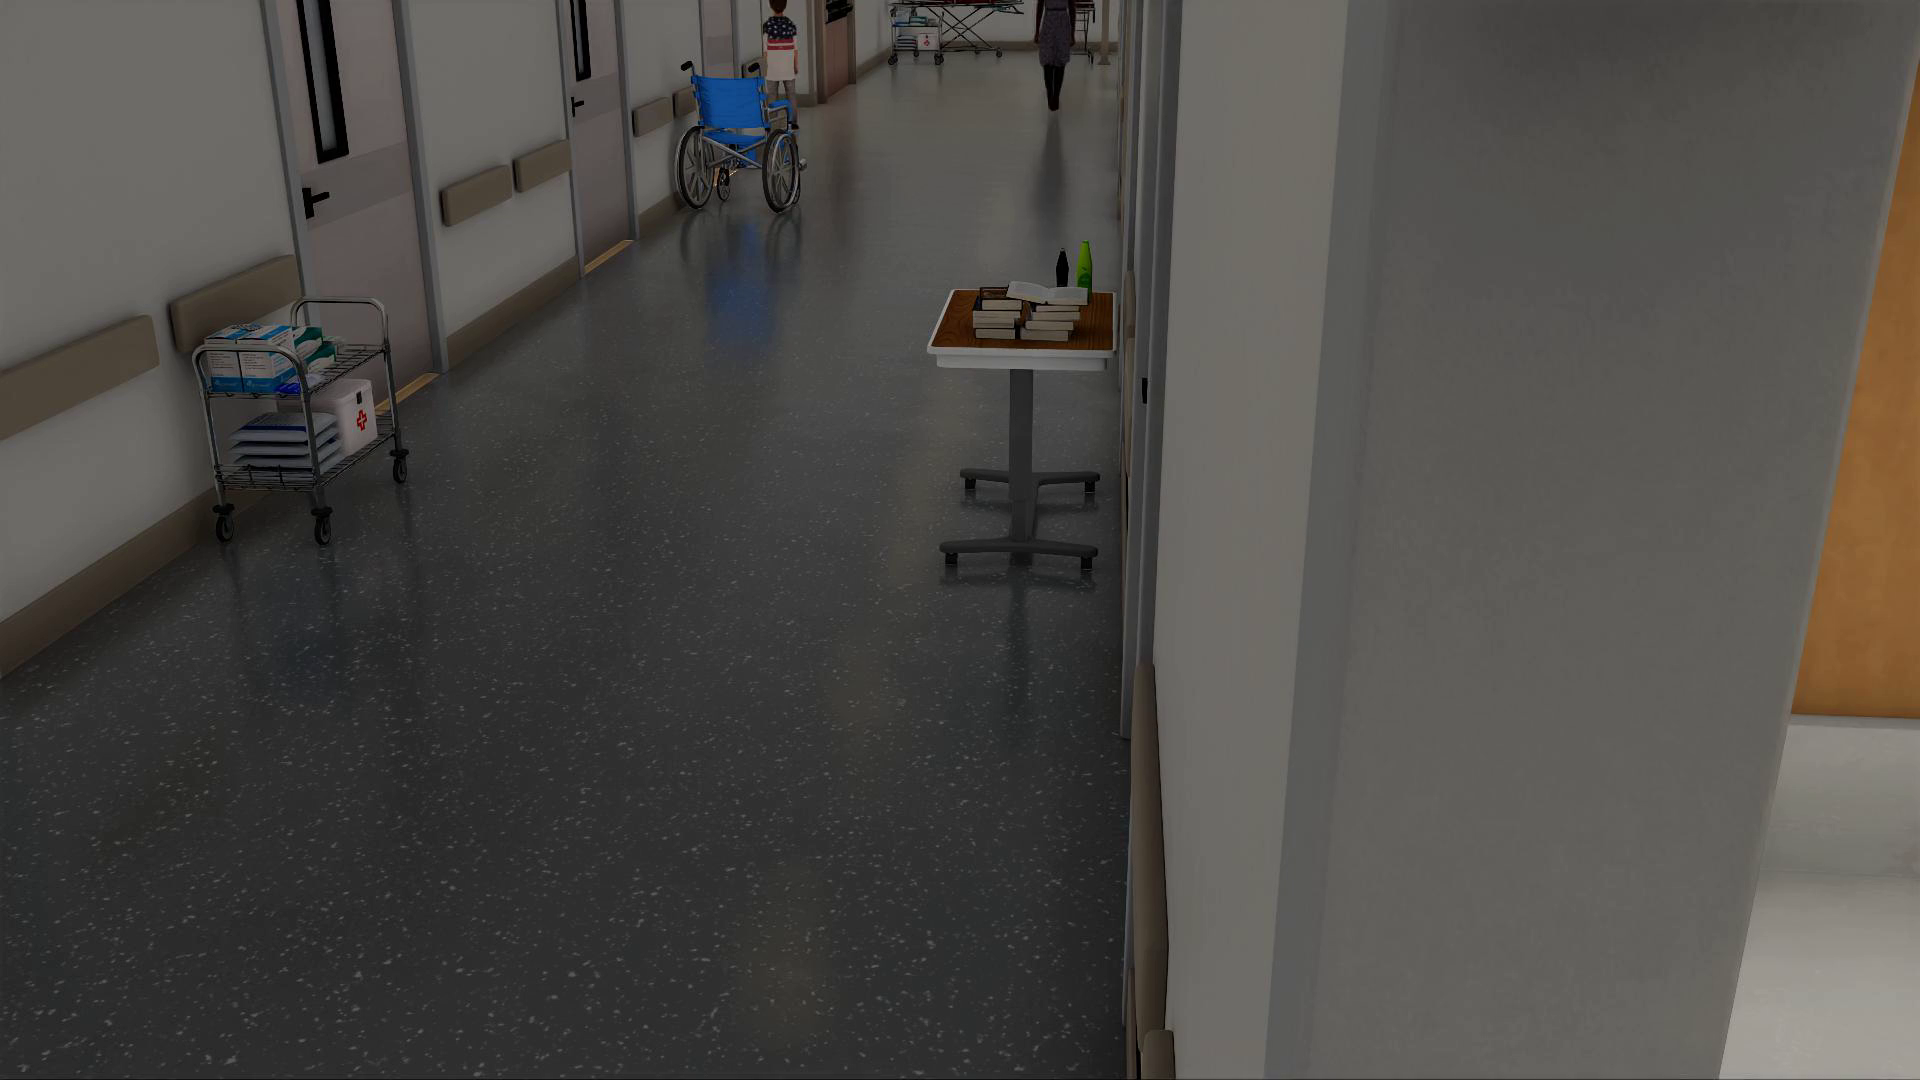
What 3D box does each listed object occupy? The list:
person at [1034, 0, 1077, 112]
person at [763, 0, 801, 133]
[{"bbox_3d":[1.070,-5.706,18.875,0.630,1.752,1.110,1,21,4],"label":"person"},{"bbox_3d":[-1.904,-5.057,17.602,0.590,1.441,0.592,-5,21,-14],"label":"person"}]
